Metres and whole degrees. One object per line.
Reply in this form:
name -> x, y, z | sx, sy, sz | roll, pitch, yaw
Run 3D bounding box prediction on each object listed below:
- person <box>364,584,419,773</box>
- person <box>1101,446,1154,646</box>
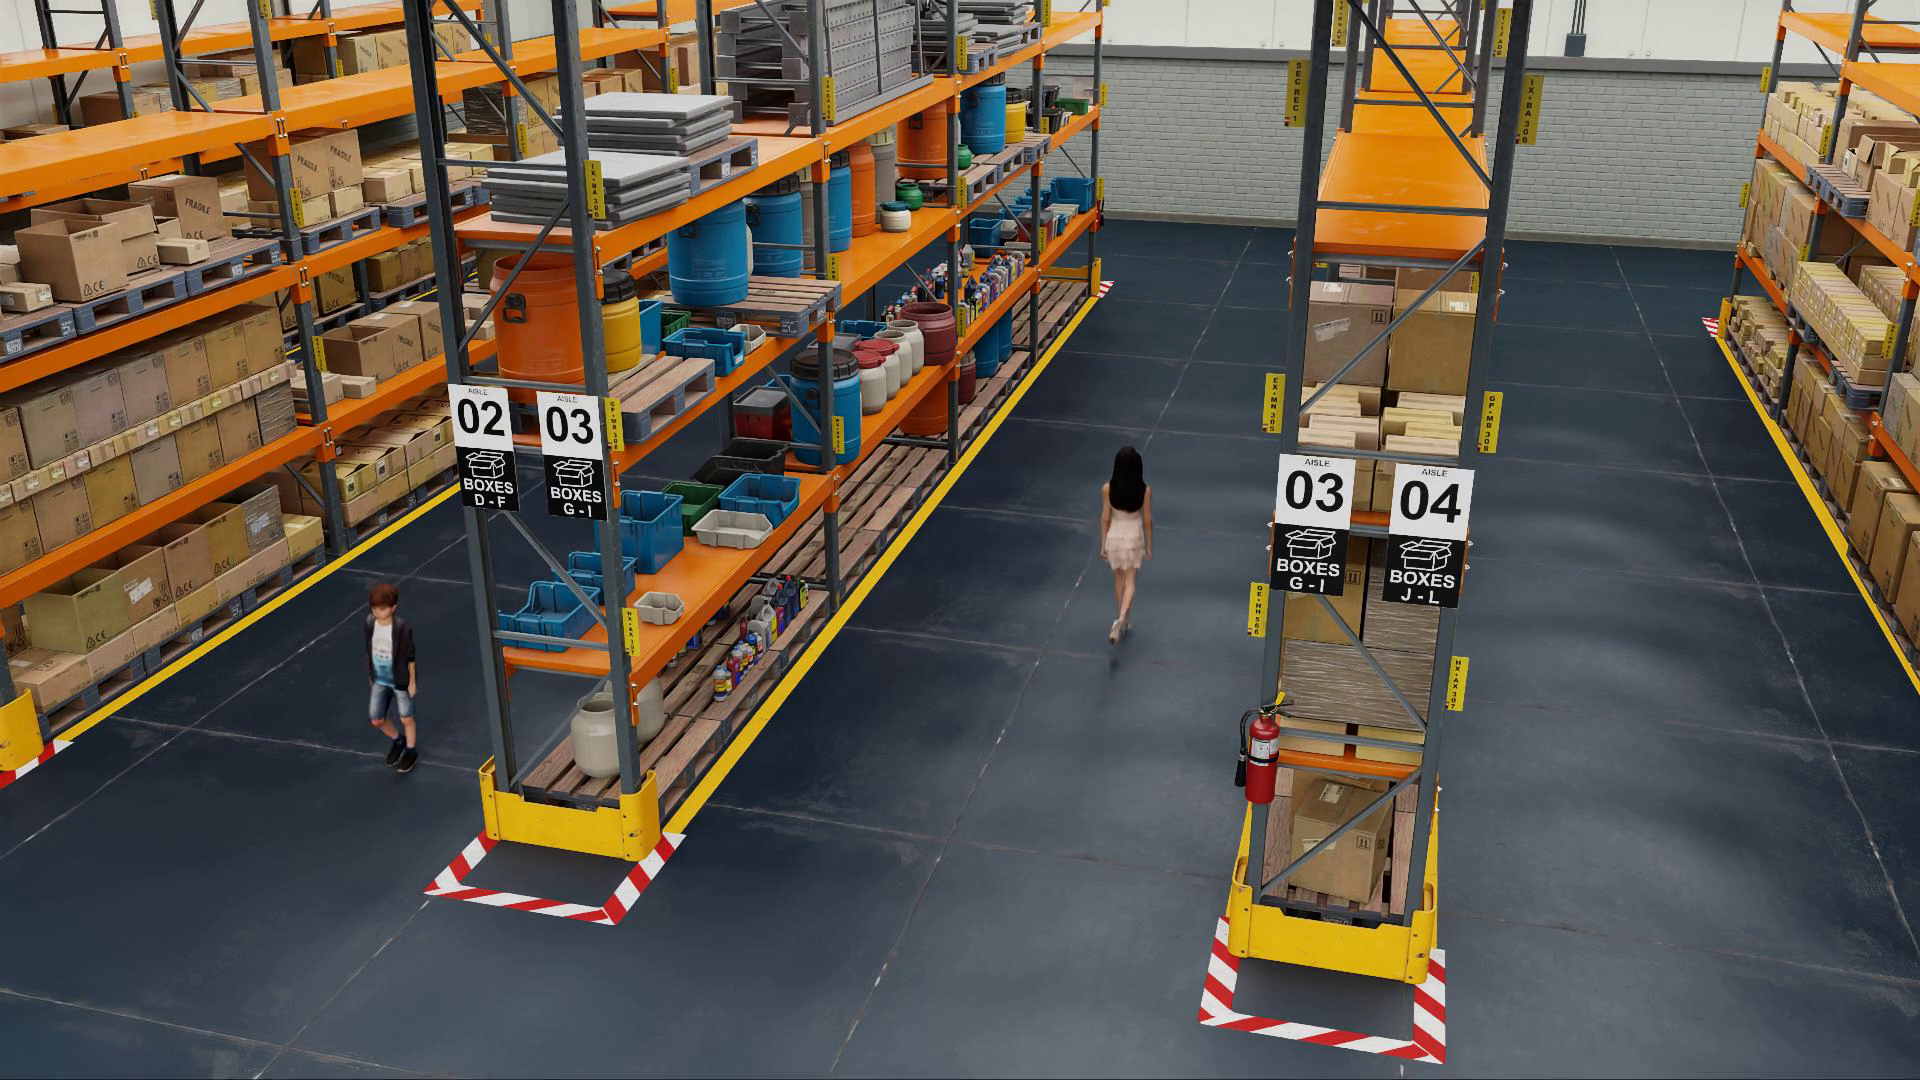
person -> -4.023, 0.955, 11.895 | 0.560, 1.441, 0.550 | 5, 23, 11
person -> 1.340, 0.092, 13.642 | 0.593, 1.716, 0.950 | 5, 23, 11
